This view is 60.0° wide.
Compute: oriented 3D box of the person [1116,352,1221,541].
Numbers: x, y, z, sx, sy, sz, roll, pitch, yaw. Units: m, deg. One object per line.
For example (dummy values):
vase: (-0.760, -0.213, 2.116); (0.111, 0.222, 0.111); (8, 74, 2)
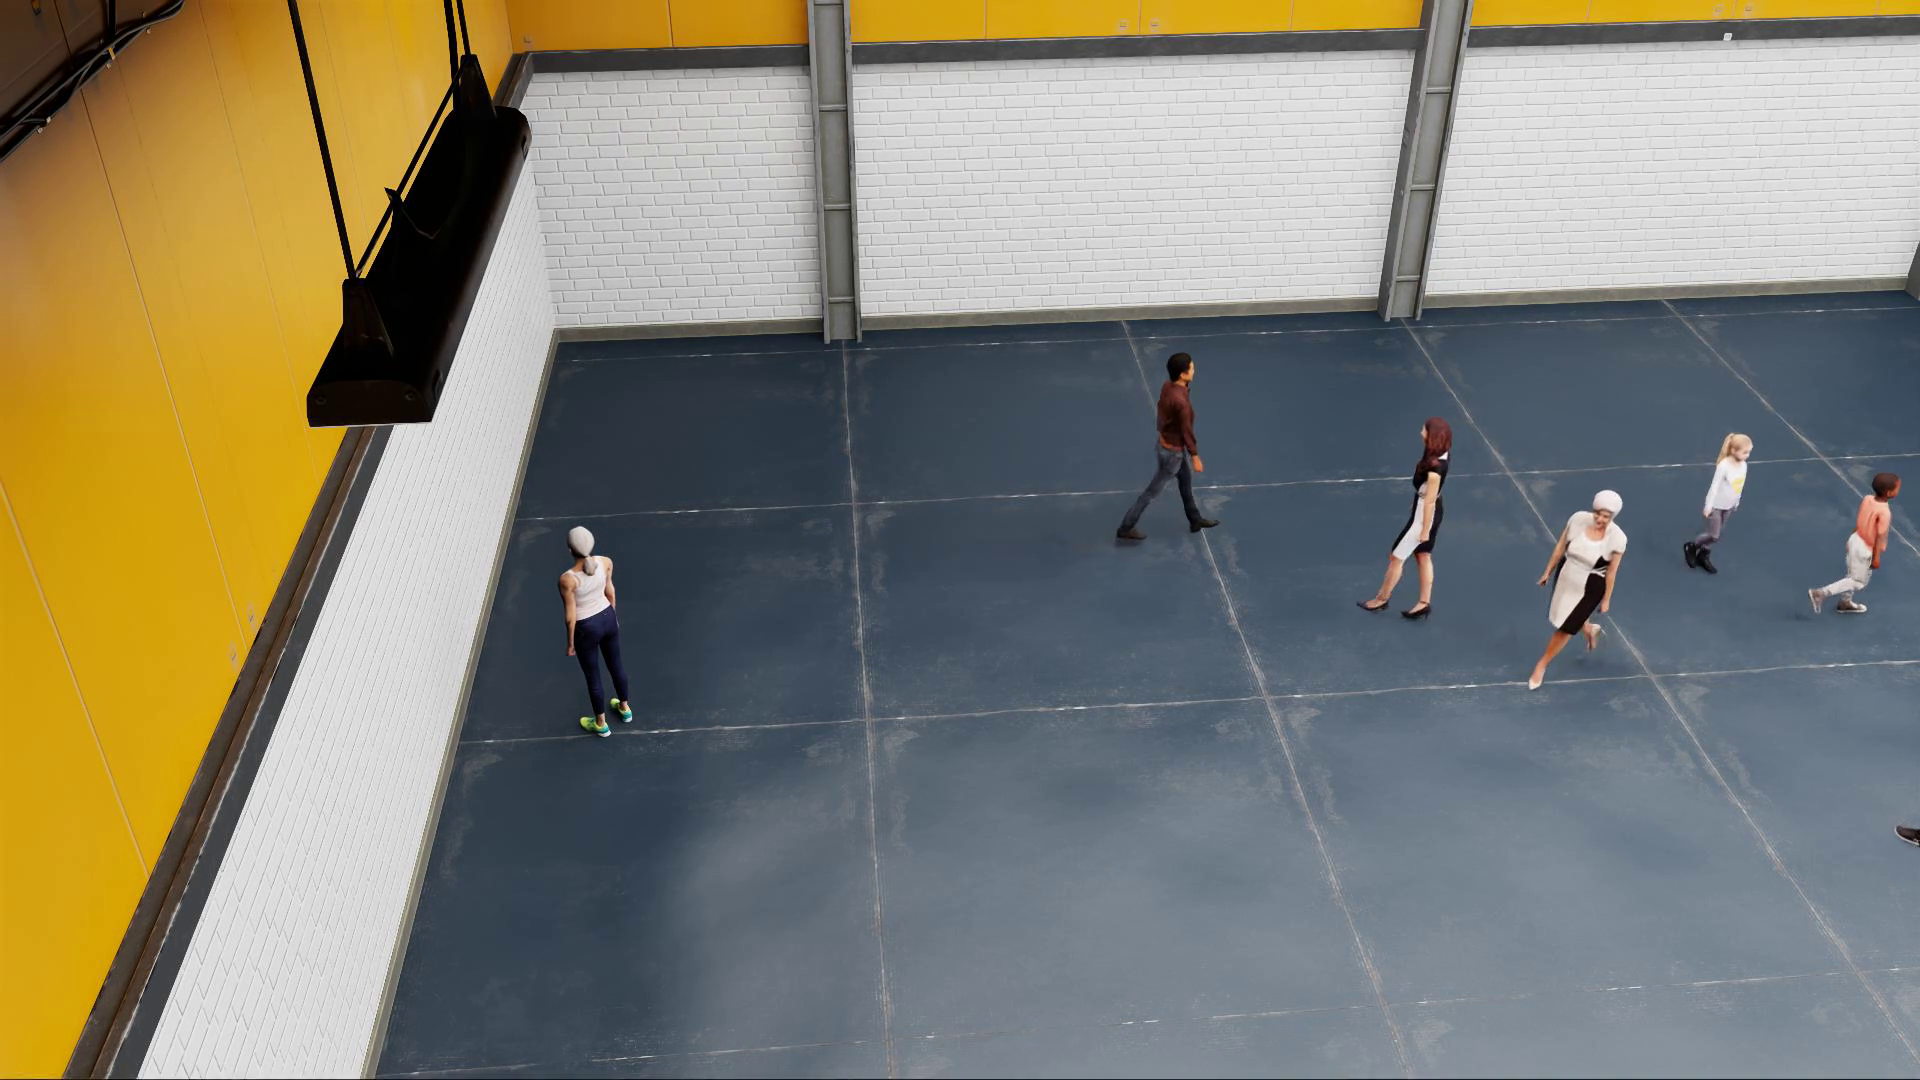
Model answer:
person: (1.670, -0.711, 13.800); (1.134, 1.737, 0.649); (-3, 34, -4)

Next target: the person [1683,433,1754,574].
person: (6.187, -0.326, 13.644); (0.576, 1.270, 0.652); (-16, 37, -22)

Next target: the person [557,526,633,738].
person: (-2.589, 0.641, 11.798); (0.739, 1.702, 0.672); (27, 42, 34)

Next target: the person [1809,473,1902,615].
person: (7.032, 0.057, 13.043); (0.778, 1.297, 0.567); (3, 34, 4)

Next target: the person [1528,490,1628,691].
person: (4.613, 0.326, 12.256); (1.140, 1.719, 1.018); (-21, 39, -28)

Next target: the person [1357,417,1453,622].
person: (3.665, -0.122, 12.870); (0.934, 1.786, 0.831); (14, 36, 19)
